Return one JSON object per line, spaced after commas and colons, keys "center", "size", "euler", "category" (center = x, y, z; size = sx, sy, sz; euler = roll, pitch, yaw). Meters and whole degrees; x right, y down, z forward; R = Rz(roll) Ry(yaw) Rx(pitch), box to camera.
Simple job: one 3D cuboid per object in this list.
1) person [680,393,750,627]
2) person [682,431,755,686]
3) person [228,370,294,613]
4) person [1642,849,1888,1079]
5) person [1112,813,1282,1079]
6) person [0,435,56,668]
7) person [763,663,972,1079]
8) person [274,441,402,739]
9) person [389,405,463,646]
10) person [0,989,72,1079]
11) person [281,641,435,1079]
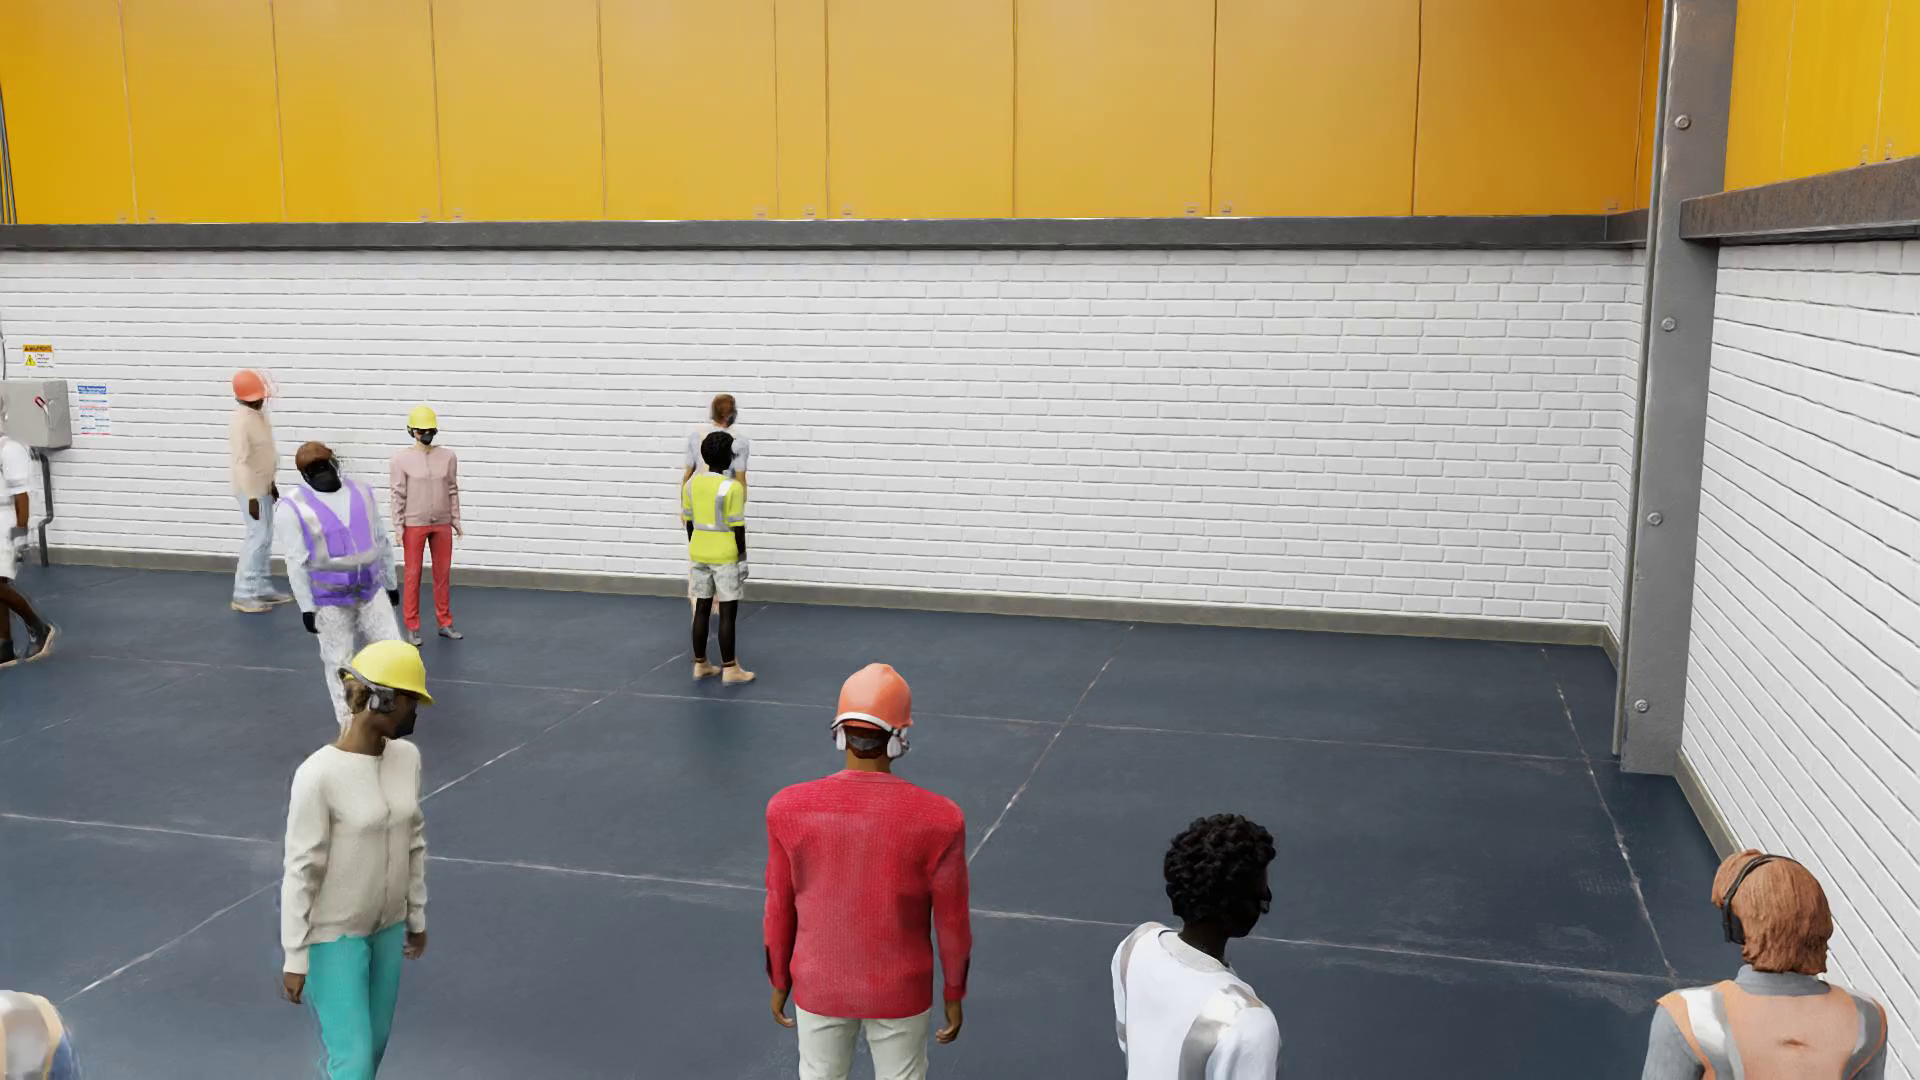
{"center": [-1.913, -0.235, 12.870], "size": [0.563, 1.821, 0.813], "euler": [1, 10, 8], "category": "person"}
{"center": [-1.612, 0.119, 11.081], "size": [0.540, 1.695, 0.317], "euler": [7, 12, 36], "category": "person"}
{"center": [-5.703, -0.400, 13.428], "size": [0.409, 1.948, 0.695], "euler": [-1, 10, -7], "category": "person"}
{"center": [1.641, 1.447, 3.461], "size": [0.526, 1.632, 0.311], "euler": [-1, 10, -7], "category": "person"}
{"center": [0.504, 1.402, 3.562], "size": [0.319, 1.687, 0.538], "euler": [-4, 11, -24], "category": "person"}
{"center": [-6.621, -0.068, 11.410], "size": [0.629, 1.955, 0.428], "euler": [5, 11, 27], "category": "person"}
{"center": [-0.252, 1.199, 4.597], "size": [0.575, 1.738, 0.353], "euler": [1, 10, 4], "category": "person"}
{"center": [-3.557, 0.322, 9.600], "size": [0.438, 1.810, 0.715], "euler": [8, 13, 41], "category": "person"}
{"center": [-3.913, -0.112, 12.240], "size": [0.533, 1.768, 0.310], "euler": [-9, 13, -42], "category": "person"}
{"center": [-1.979, 1.431, 3.111], "size": [0.918, 1.786, 0.610], "euler": [7, 12, 36], "category": "person"}
{"center": [-1.697, 1.167, 4.880], "size": [0.641, 1.701, 0.589], "euler": [4, 10, 23], "category": "person"}
